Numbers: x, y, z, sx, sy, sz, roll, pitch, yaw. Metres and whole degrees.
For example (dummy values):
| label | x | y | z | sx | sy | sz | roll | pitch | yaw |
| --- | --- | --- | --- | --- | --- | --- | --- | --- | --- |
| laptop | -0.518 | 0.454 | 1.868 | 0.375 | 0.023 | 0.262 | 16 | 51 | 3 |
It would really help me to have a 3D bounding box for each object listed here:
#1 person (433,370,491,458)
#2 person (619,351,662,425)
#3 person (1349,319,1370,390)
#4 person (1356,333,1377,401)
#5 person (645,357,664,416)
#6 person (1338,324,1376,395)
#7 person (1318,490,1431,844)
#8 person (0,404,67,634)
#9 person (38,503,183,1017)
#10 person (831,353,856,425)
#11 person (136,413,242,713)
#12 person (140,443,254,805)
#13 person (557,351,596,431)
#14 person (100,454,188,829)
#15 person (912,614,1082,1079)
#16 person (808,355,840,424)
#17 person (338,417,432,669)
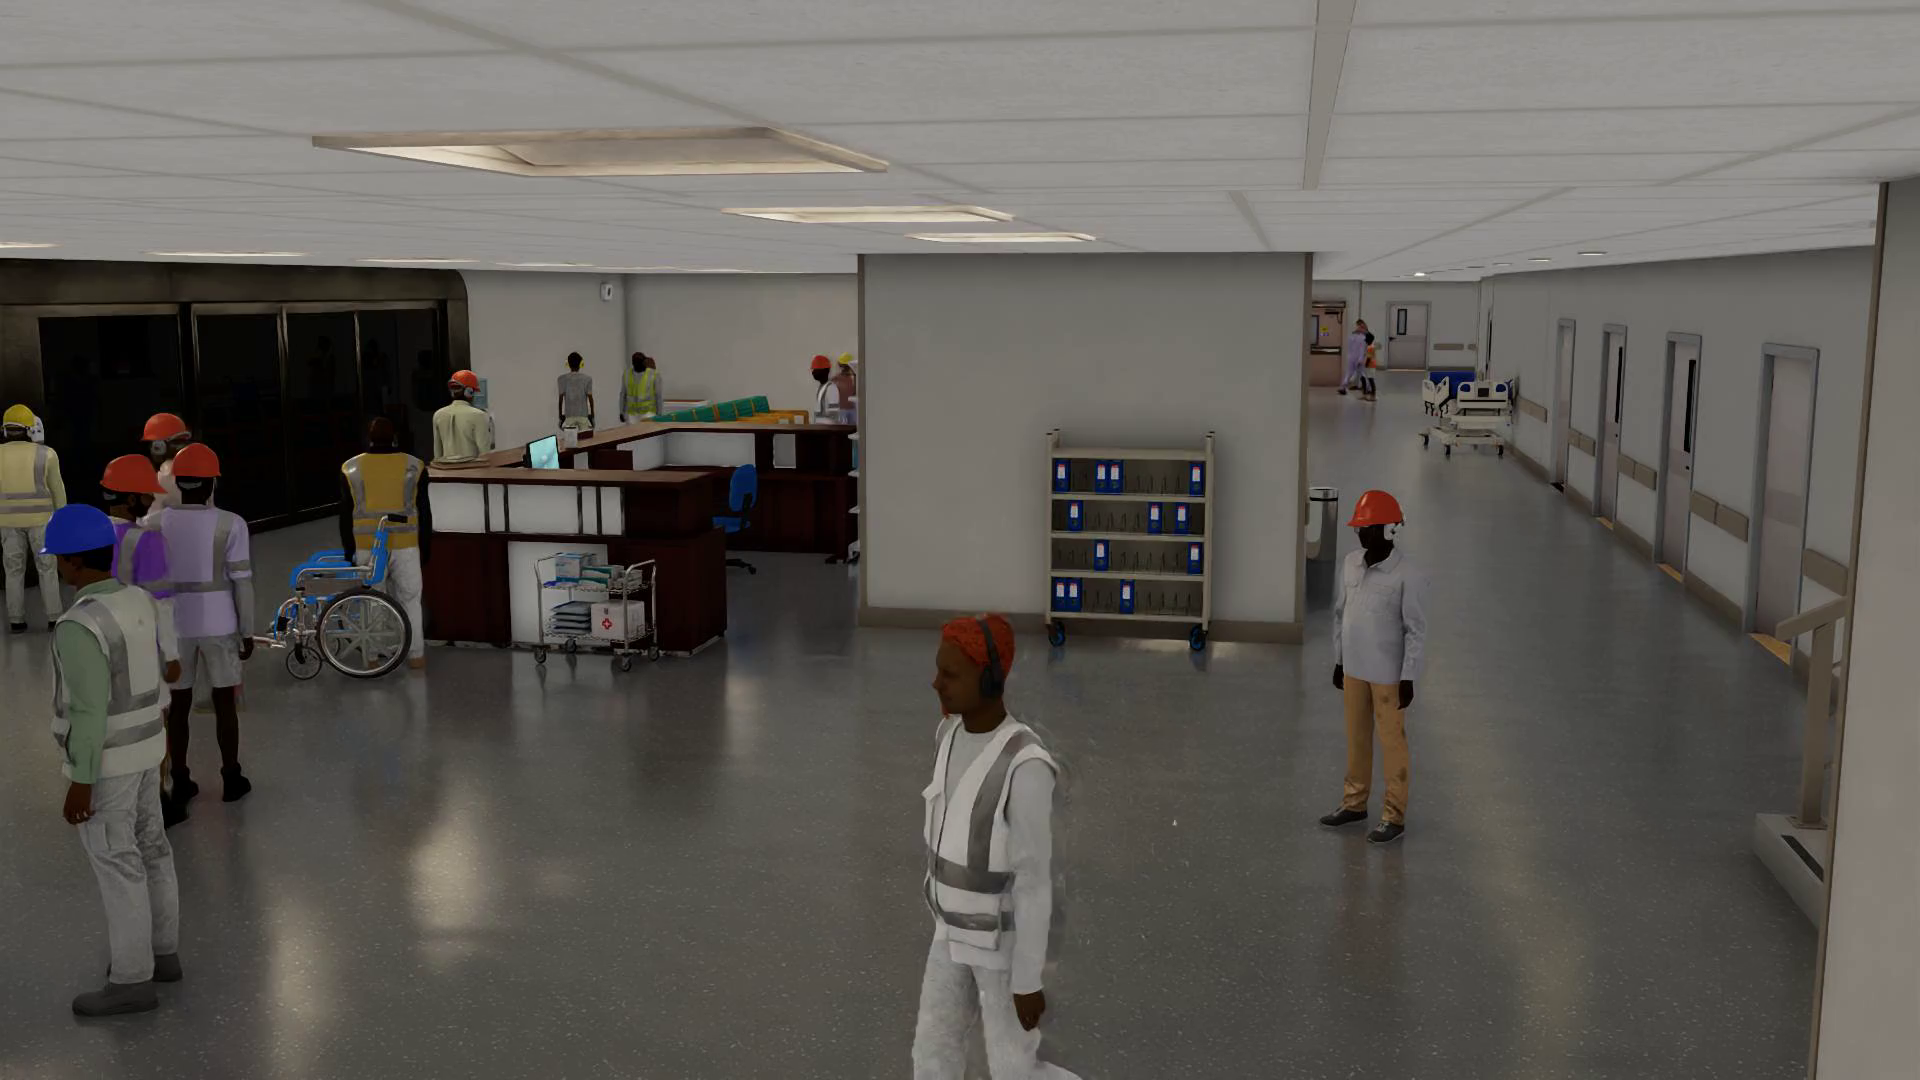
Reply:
| label | x | y | z | sx | sy | sz | roll | pitch | yaw |
| --- | --- | --- | --- | --- | --- | --- | --- | --- | --- |
| person | -4.656 | -0.608 | 15.695 | 0.608 | 1.985 | 0.394 | 3 | 9 | 21 |
| person | -4.836 | -1.969 | 25.337 | 0.632 | 1.815 | 0.848 | 2 | 9 | 10 |
| person | 10.886 | -5.040 | 45.263 | 0.353 | 1.937 | 0.635 | -7 | 11 | -38 |
| person | 9.960 | -4.247 | 40.826 | 0.591 | 1.675 | 0.557 | 2 | 9 | 12 |
| person | -5.108 | -2.204 | 27.450 | 0.498 | 1.634 | 0.280 | -8 | 12 | -43 |
| person | 10.340 | -4.688 | 43.266 | 1.043 | 1.850 | 0.637 | -4 | 10 | -27 |
| person | 2.063 | 0.621 | 8.305 | 0.330 | 1.751 | 0.565 | -5 | 10 | -32 |
| person | -7.428 | -0.163 | 13.250 | 0.590 | 1.833 | 0.404 | -2 | 9 | -15 |
| person | -3.236 | 0.825 | 6.323 | 0.407 | 1.942 | 0.615 | -1 | 9 | -3 |
| person | -1.798 | -2.036 | 25.936 | 0.541 | 1.752 | 0.454 | -6 | 11 | -36 |
| person | -5.124 | 0.159 | 10.724 | 0.998 | 1.940 | 0.628 | 1 | 9 | 4 |
| person | -4.044 | 0.451 | 8.871 | 0.545 | 1.933 | 0.385 | -2 | 9 | -11 |
| person | -5.406 | -1.718 | 23.453 | 0.528 | 1.871 | 0.323 | -2 | 9 | -11 |
| person | -4.203 | 0.522 | 8.422 | 0.573 | 1.918 | 0.400 | 3 | 9 | 20 |
| person | 0.151 | 1.113 | 4.730 | 0.836 | 1.858 | 0.585 | -4 | 10 | -26 |
| person | -1.788 | -1.364 | 20.960 | 0.739 | 1.908 | 0.570 | -3 | 9 | -19 |
| person | -4.117 | 0.037 | 11.944 | 0.633 | 1.836 | 0.429 | -3 | 9 | -19 |
